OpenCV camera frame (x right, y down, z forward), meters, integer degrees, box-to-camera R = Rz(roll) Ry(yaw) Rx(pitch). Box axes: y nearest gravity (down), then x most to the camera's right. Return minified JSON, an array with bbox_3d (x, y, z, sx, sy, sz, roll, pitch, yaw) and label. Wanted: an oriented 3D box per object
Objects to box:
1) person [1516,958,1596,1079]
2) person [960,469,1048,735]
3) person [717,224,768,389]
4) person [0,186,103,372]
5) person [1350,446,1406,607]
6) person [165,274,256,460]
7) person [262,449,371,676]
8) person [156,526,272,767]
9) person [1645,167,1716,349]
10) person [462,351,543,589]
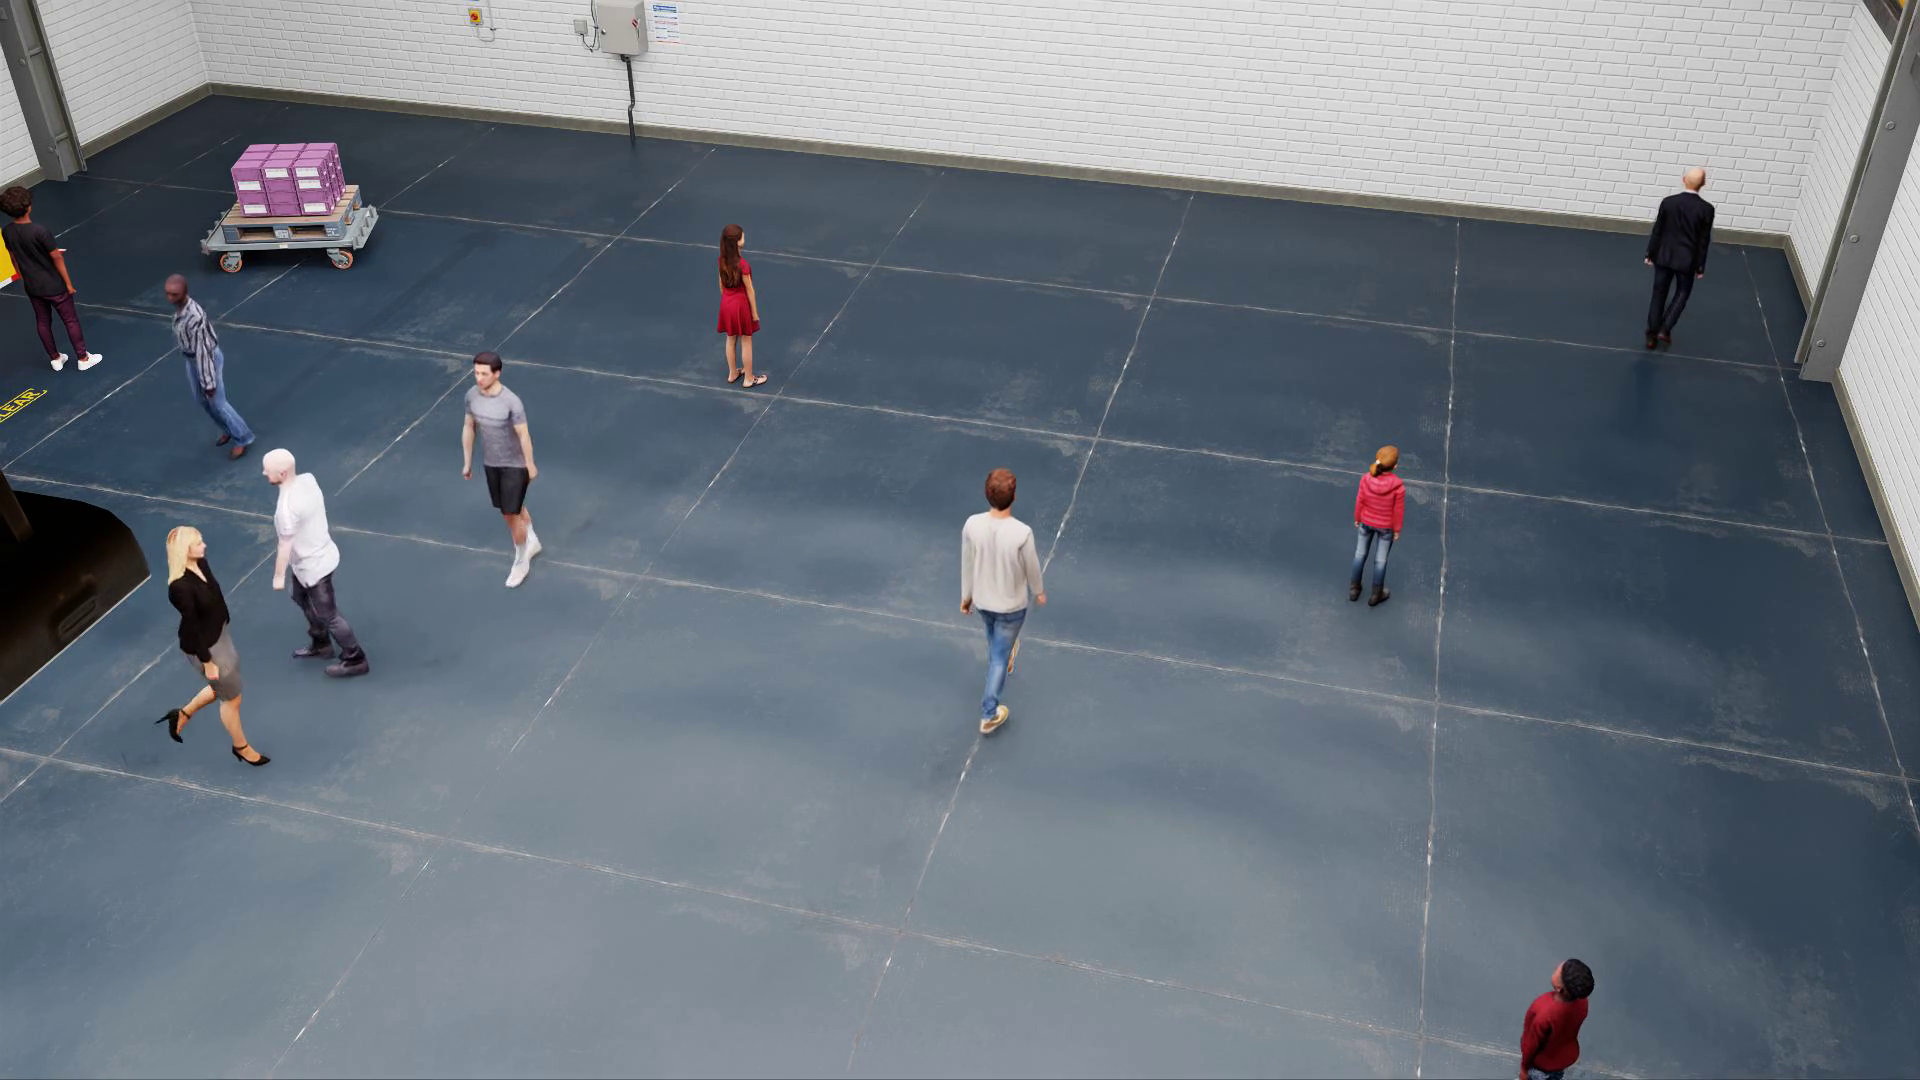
[{"bbox_3d":[2.977,2.593,8.286,0.708,1.248,0.776,-16,37,-22],"label":"person"},{"bbox_3d":[0.228,0.460,10.943,0.819,1.860,1.176,16,37,22],"label":"person"},{"bbox_3d":[-2.023,-2.136,15.125,0.629,1.554,0.688,21,39,28],"label":"person"},{"bbox_3d":[-8.437,-2.399,15.312,0.670,1.784,0.657,1,34,1],"label":"person"},{"bbox_3d":[3.082,-0.112,12.293,0.566,1.318,0.572,19,38,26],"label":"person"},{"bbox_3d":[-6.267,-1.458,13.921,0.833,1.755,0.821,-20,38,-27],"label":"person"},{"bbox_3d":[-4.345,0.174,11.414,0.878,1.814,0.852,-3,34,-5],"label":"person"},{"bbox_3d":[-4.858,0.722,10.582,0.886,1.823,0.936,-2,34,-3],"label":"person"},{"bbox_3d":[6.704,-2.605,15.613,0.800,1.793,0.754,21,39,28],"label":"person"},{"bbox_3d":[-3.379,-0.635,12.594,0.765,1.855,0.881,16,37,23],"label":"person"}]
